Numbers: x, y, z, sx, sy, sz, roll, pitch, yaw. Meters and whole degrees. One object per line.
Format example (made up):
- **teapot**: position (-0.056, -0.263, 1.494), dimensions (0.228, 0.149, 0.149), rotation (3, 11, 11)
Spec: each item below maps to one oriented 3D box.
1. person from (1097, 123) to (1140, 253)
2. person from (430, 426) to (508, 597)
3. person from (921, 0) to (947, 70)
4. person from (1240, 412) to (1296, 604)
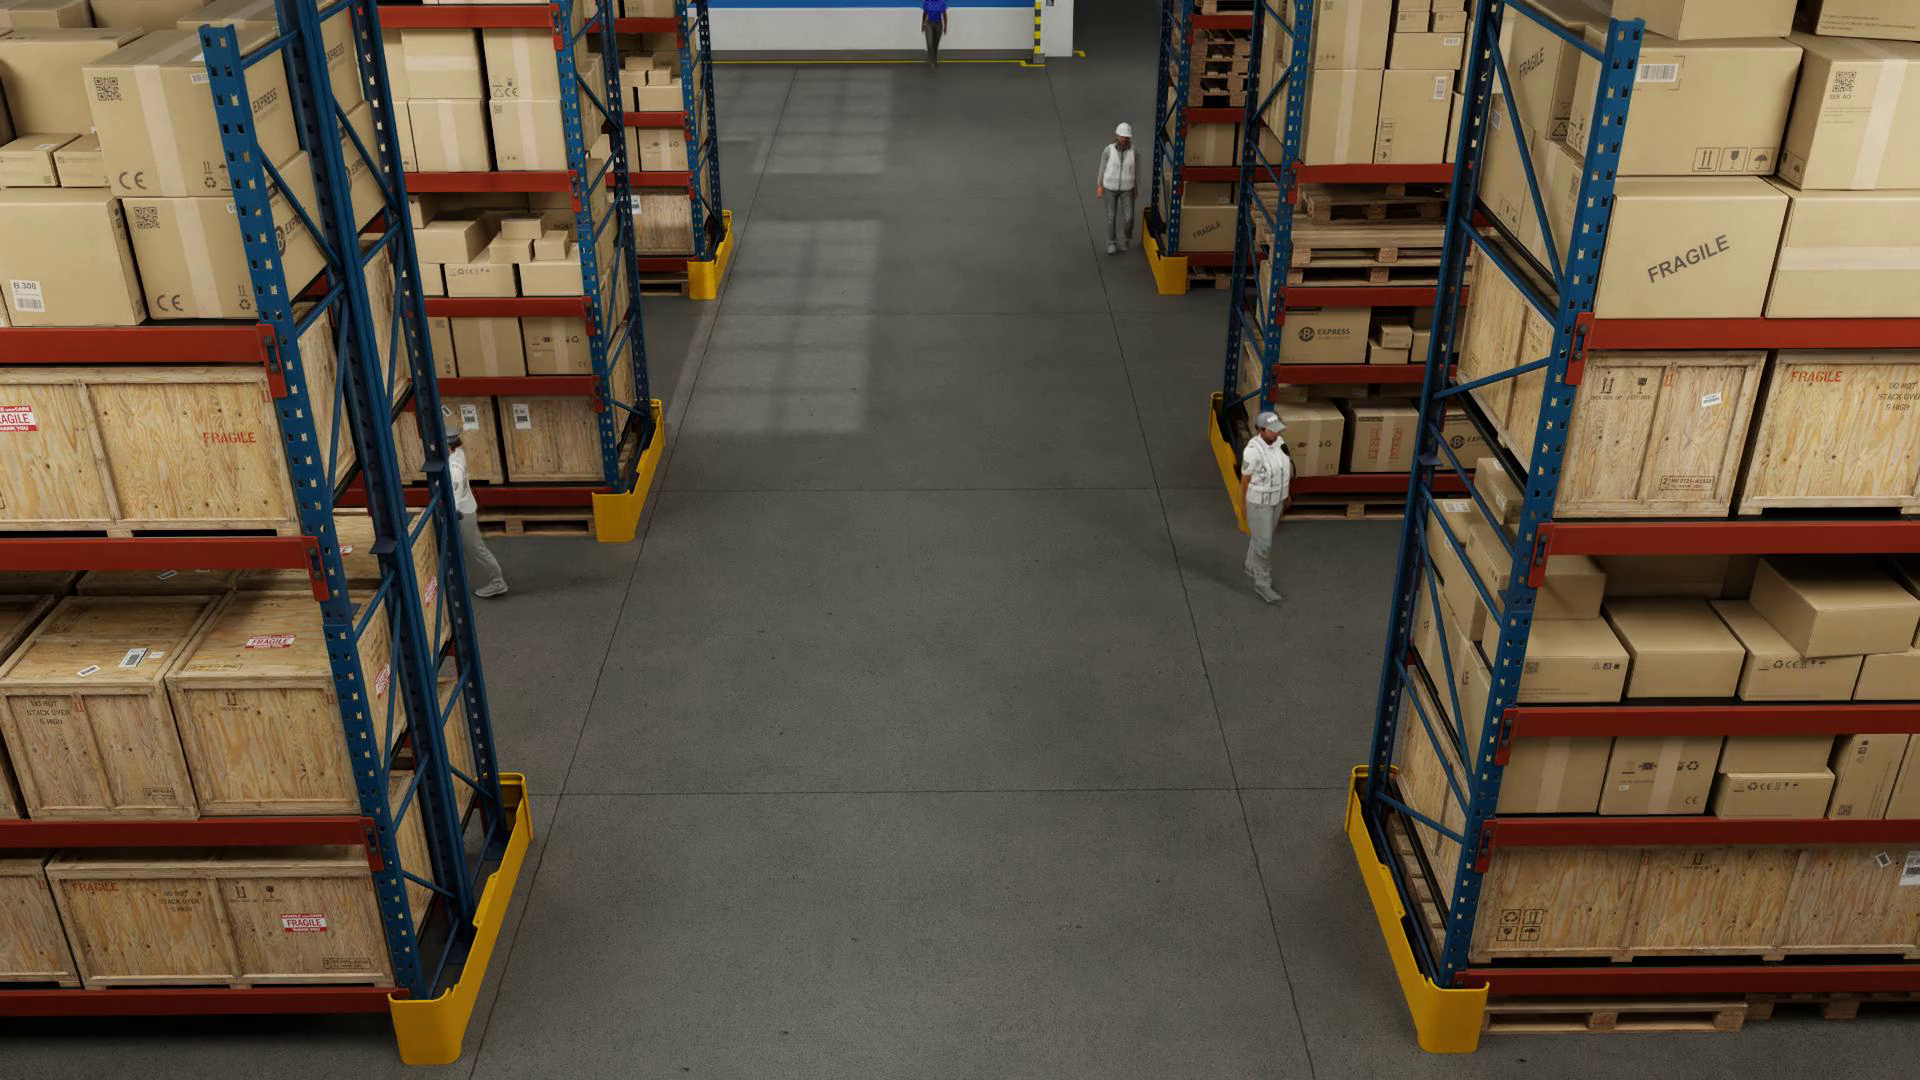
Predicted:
- **person**: position (2.179, -4.819, 22.886), dimensions (0.578, 1.809, 0.417), rotation (1, 28, 2)
- **person**: position (-4.429, -0.210, 14.378), dimensions (0.815, 1.645, 0.525), rotation (-9, 29, -16)
- **person**: position (-0.493, -10.162, 32.932), dimensions (0.477, 1.604, 0.963), rotation (-6, 29, -10)
- **person**: position (2.762, -0.325, 14.600), dimensions (0.487, 1.667, 0.592), rotation (-24, 37, -37)
